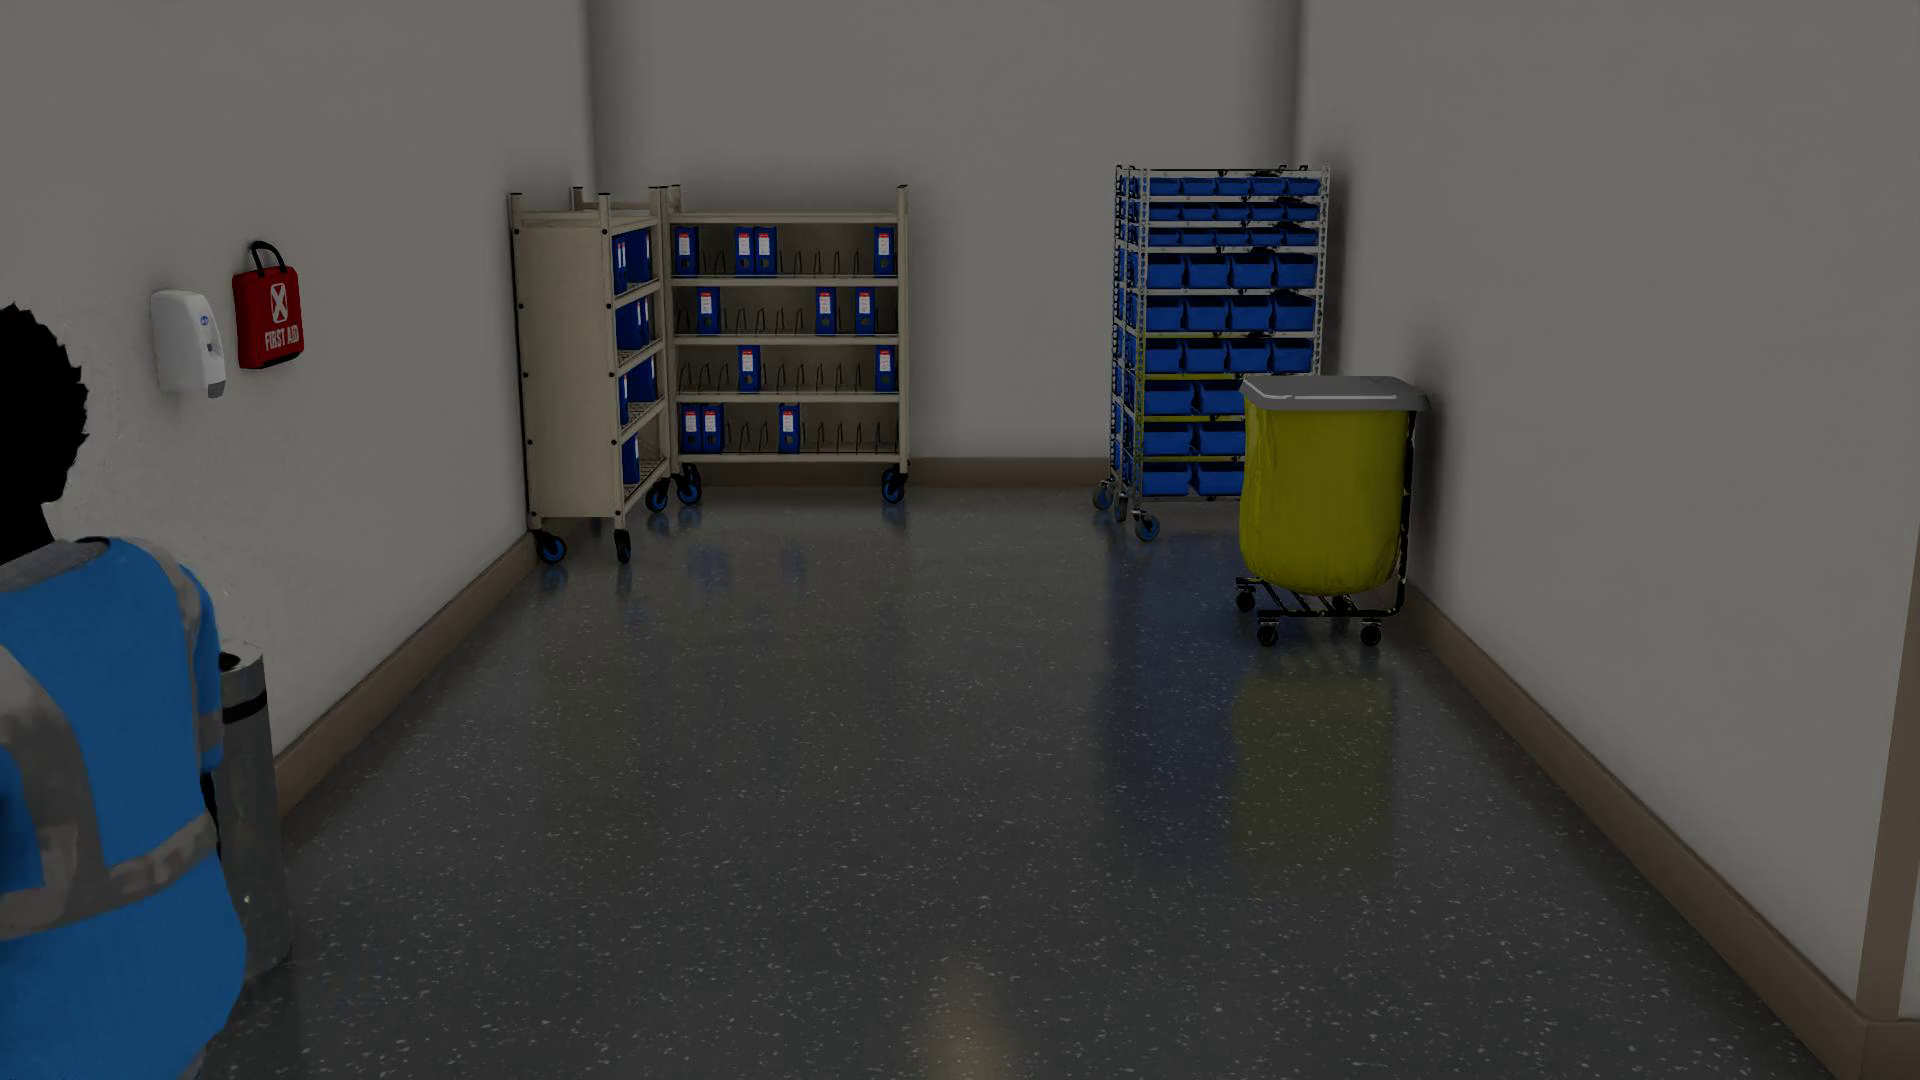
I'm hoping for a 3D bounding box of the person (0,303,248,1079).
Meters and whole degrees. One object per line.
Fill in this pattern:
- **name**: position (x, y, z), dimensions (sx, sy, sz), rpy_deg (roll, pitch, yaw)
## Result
- **person**: position (-1.029, 0.566, 1.910), dimensions (0.369, 1.682, 0.554), rpy_deg (1, 13, 3)
